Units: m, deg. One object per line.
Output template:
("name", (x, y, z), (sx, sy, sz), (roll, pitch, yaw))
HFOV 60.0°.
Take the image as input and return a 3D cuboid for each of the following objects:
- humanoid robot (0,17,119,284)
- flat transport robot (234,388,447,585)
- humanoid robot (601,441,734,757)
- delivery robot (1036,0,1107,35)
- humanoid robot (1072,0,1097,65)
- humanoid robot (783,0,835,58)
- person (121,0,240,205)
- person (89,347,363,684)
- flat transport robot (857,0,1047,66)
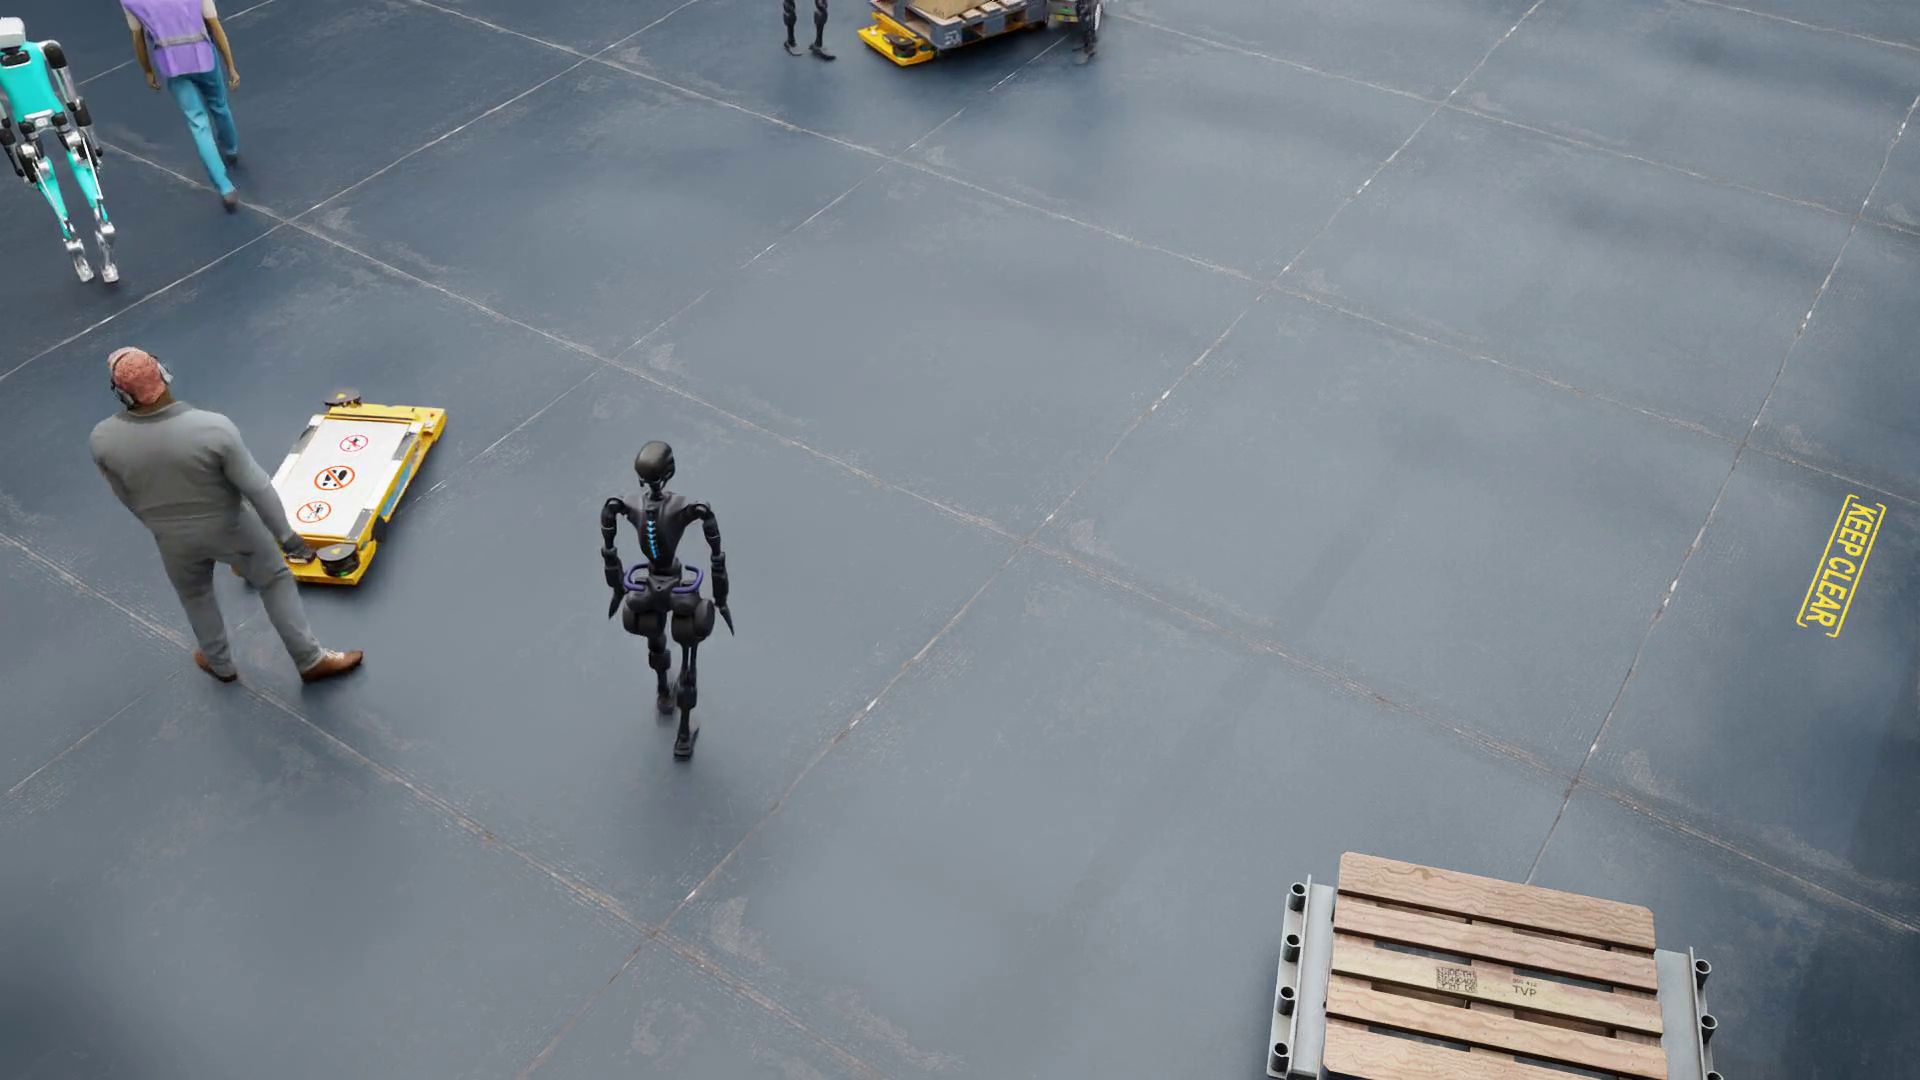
("humanoid robot", (-5.527, -2.282, 10.219), (0.544, 1.765, 0.861), (-21, 46, -22))
("flat transport robot", (-3.381, -0.310, 9.126), (0.659, 0.231, 1.431), (4, 42, 4))
("humanoid robot", (-1.310, 0.236, 7.468), (0.585, 1.635, 0.572), (3, 42, 3))
("delivery robot", (0.936, -4.490, 13.597), (0.514, 0.606, 0.777), (10, 43, 11))
("humanoid robot", (0.938, -4.530, 12.798), (0.612, 1.640, 0.573), (31, 50, 30))
("humanoid robot", (-1.225, -4.506, 12.762), (0.602, 1.645, 0.444), (-22, 46, -23))
("person", (-5.216, -3.213, 11.233), (0.576, 1.788, 0.990), (-17, 44, -18))
("person", (-3.401, -0.076, 7.679), (0.844, 1.873, 0.410), (-4, 42, -4))
("flat transport robot", (-0.056, -4.211, 13.492), (1.431, 0.231, 0.659), (-25, 47, -25))
